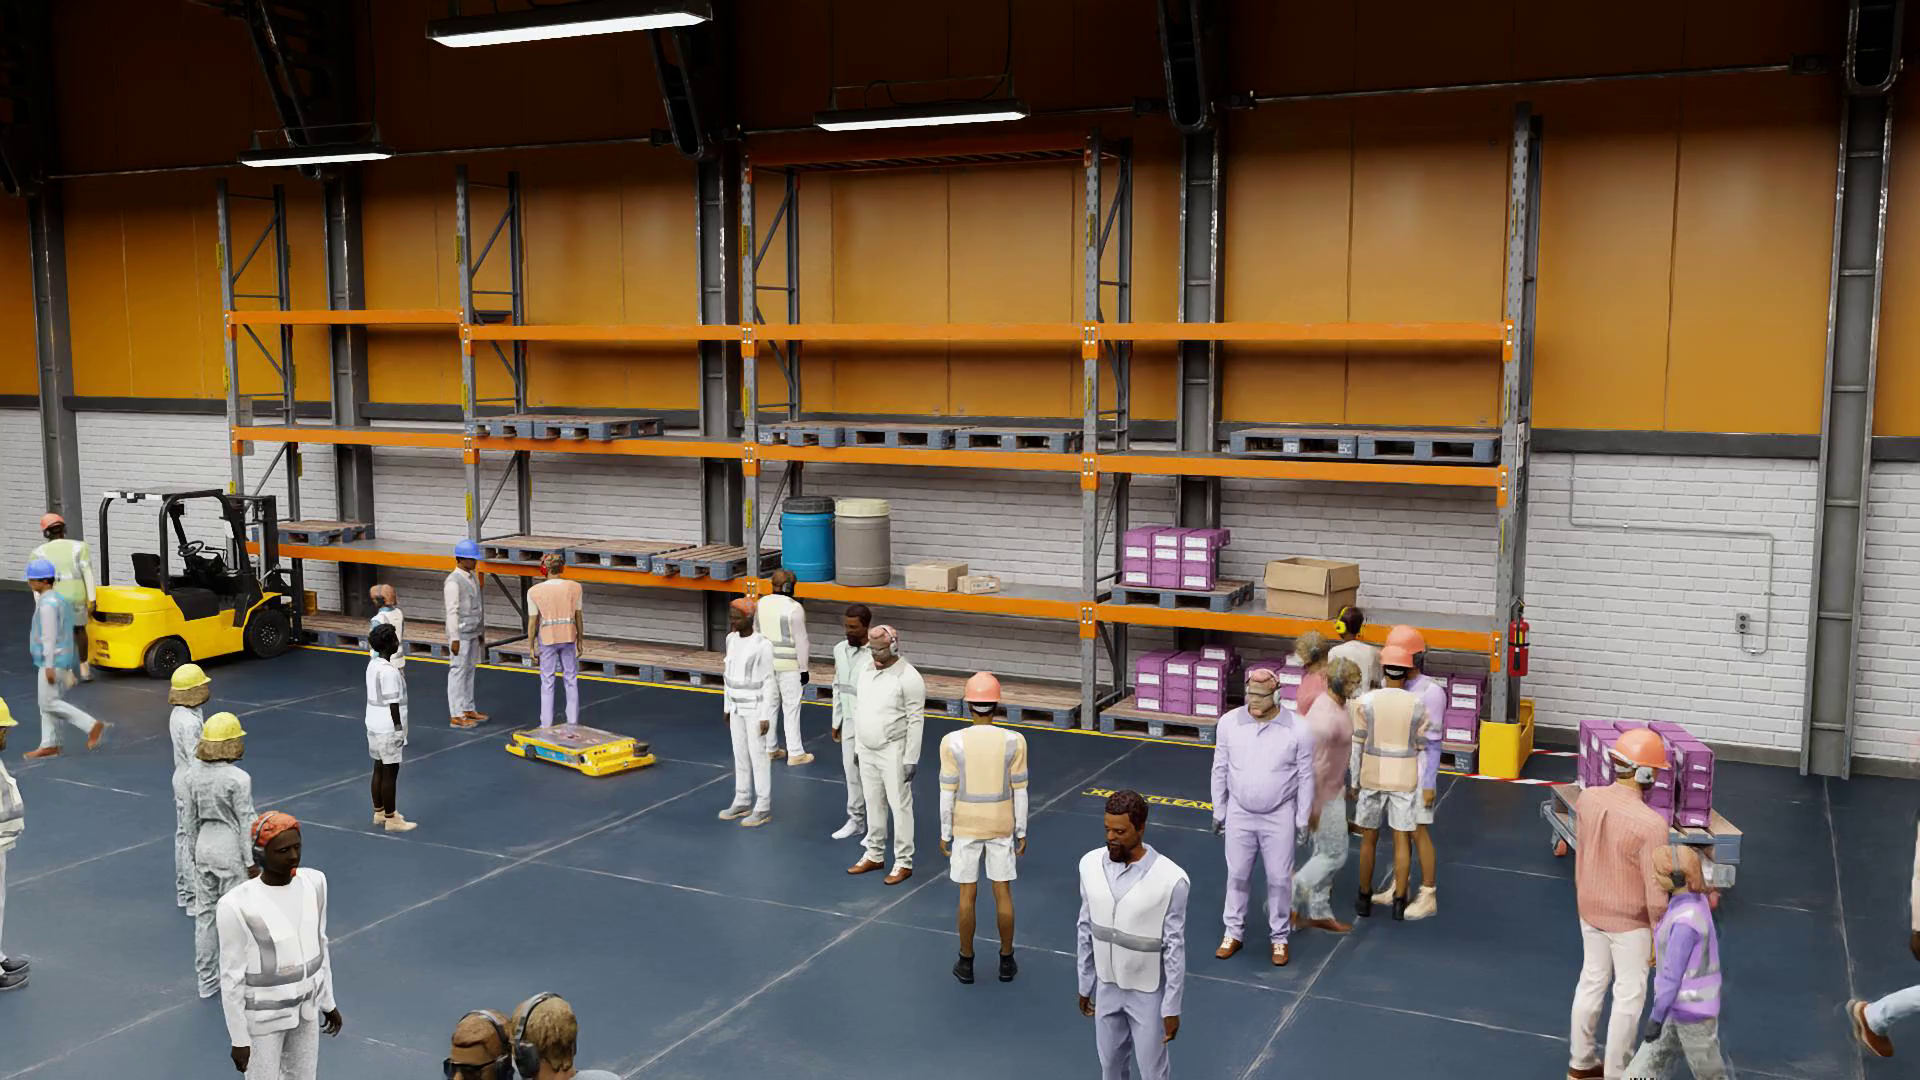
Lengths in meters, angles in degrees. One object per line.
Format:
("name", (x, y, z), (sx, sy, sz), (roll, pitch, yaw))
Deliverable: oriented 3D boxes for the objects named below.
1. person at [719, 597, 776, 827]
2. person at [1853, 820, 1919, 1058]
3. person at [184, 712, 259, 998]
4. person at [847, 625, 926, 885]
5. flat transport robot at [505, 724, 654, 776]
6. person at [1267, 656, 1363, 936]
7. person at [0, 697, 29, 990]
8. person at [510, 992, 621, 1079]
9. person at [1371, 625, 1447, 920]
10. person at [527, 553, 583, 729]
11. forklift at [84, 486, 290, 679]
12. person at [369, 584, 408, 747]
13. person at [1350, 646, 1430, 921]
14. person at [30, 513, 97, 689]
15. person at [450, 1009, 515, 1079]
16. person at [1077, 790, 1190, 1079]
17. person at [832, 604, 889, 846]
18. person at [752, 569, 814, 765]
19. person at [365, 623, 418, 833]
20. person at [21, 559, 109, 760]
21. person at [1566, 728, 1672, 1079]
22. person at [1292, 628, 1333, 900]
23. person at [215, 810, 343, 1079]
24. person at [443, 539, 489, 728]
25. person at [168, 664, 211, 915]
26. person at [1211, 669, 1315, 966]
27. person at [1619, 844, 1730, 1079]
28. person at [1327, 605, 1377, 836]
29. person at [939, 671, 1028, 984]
("person", (-1.746, 1.397, 13.654), (0.337, 1.883, 0.584), (-7, 10, -44))
("person", (5.174, 1.961, 8.722), (0.638, 1.968, 0.812), (-2, 7, -20))
("person", (-4.437, 1.903, 10.054), (0.489, 1.743, 0.322), (3, 7, 20))
("person", (-0.561, 1.562, 12.224), (0.639, 1.904, 0.407), (6, 9, 42))
("flat transport robot", (-3.597, 1.952, 15.675), (1.431, 0.197, 0.652), (6, 9, 41))
("person", (2.400, 1.701, 11.008), (0.483, 1.916, 0.670), (2, 7, 18))
("person", (-5.950, 1.850, 10.188), (0.403, 1.821, 0.602), (-4, 8, -32))
("person", (-1.279, 2.389, 5.304), (0.382, 1.928, 0.635), (3, 8, 24))
("person", (3.069, 1.590, 11.484), (0.427, 2.032, 0.610), (-3, 8, -23))
("person", (-4.061, 1.050, 16.733), (0.560, 1.836, 0.394), (-4, 8, -30))
("forklift", (-9.426, 0.454, 20.179), (1.214, 2.155, 2.313), (3, 8, 26))
("person", (-5.510, 1.232, 16.030), (0.307, 1.638, 0.513), (1, 7, 7))
("person", (2.962, 1.650, 11.427), (0.550, 1.923, 0.390), (2, 7, 14))
("person", (-10.273, 0.694, 19.088), (0.645, 1.976, 0.721), (-4, 8, -27))
("person", (-1.528, 2.413, 5.418), (0.505, 1.847, 0.349), (2, 7, 13))
("person", (0.808, 2.096, 7.802), (0.583, 1.911, 0.392), (5, 9, 38))
("person", (-0.757, 1.444, 13.159), (0.599, 1.913, 0.384), (6, 9, 39))
("person", (-1.649, 1.186, 15.605), (0.621, 1.838, 0.429), (5, 8, 35))
("person", (-4.628, 1.513, 13.458), (0.318, 1.700, 0.535), (-5, 9, -37))
("person", (-8.512, 1.126, 15.729), (0.655, 1.932, 0.616), (-3, 7, -23))
("person", (3.456, 1.953, 8.669), (0.410, 1.980, 0.630), (-3, 7, -20))
("person", (2.553, 1.585, 11.900), (0.356, 1.936, 0.636), (1, 7, 6))
("person", (-3.043, 2.145, 7.480), (0.355, 1.883, 0.573), (3, 8, 26))
("person", (-5.071, 0.956, 17.079), (0.412, 1.942, 0.609), (1, 7, 5))
("person", (-5.311, 1.720, 11.552), (0.284, 1.746, 0.492), (-5, 8, -35))
("person", (1.914, 1.756, 10.605), (0.651, 1.904, 0.401), (3, 7, 20))
("person", (3.416, 2.228, 7.973), (0.896, 1.582, 0.526), (3, 8, 24))
("person", (3.080, 1.445, 13.396), (0.538, 1.847, 0.561), (-3, 8, -26))
("person", (0.142, 1.776, 10.317), (0.552, 1.933, 0.374), (-1, 7, -5))
